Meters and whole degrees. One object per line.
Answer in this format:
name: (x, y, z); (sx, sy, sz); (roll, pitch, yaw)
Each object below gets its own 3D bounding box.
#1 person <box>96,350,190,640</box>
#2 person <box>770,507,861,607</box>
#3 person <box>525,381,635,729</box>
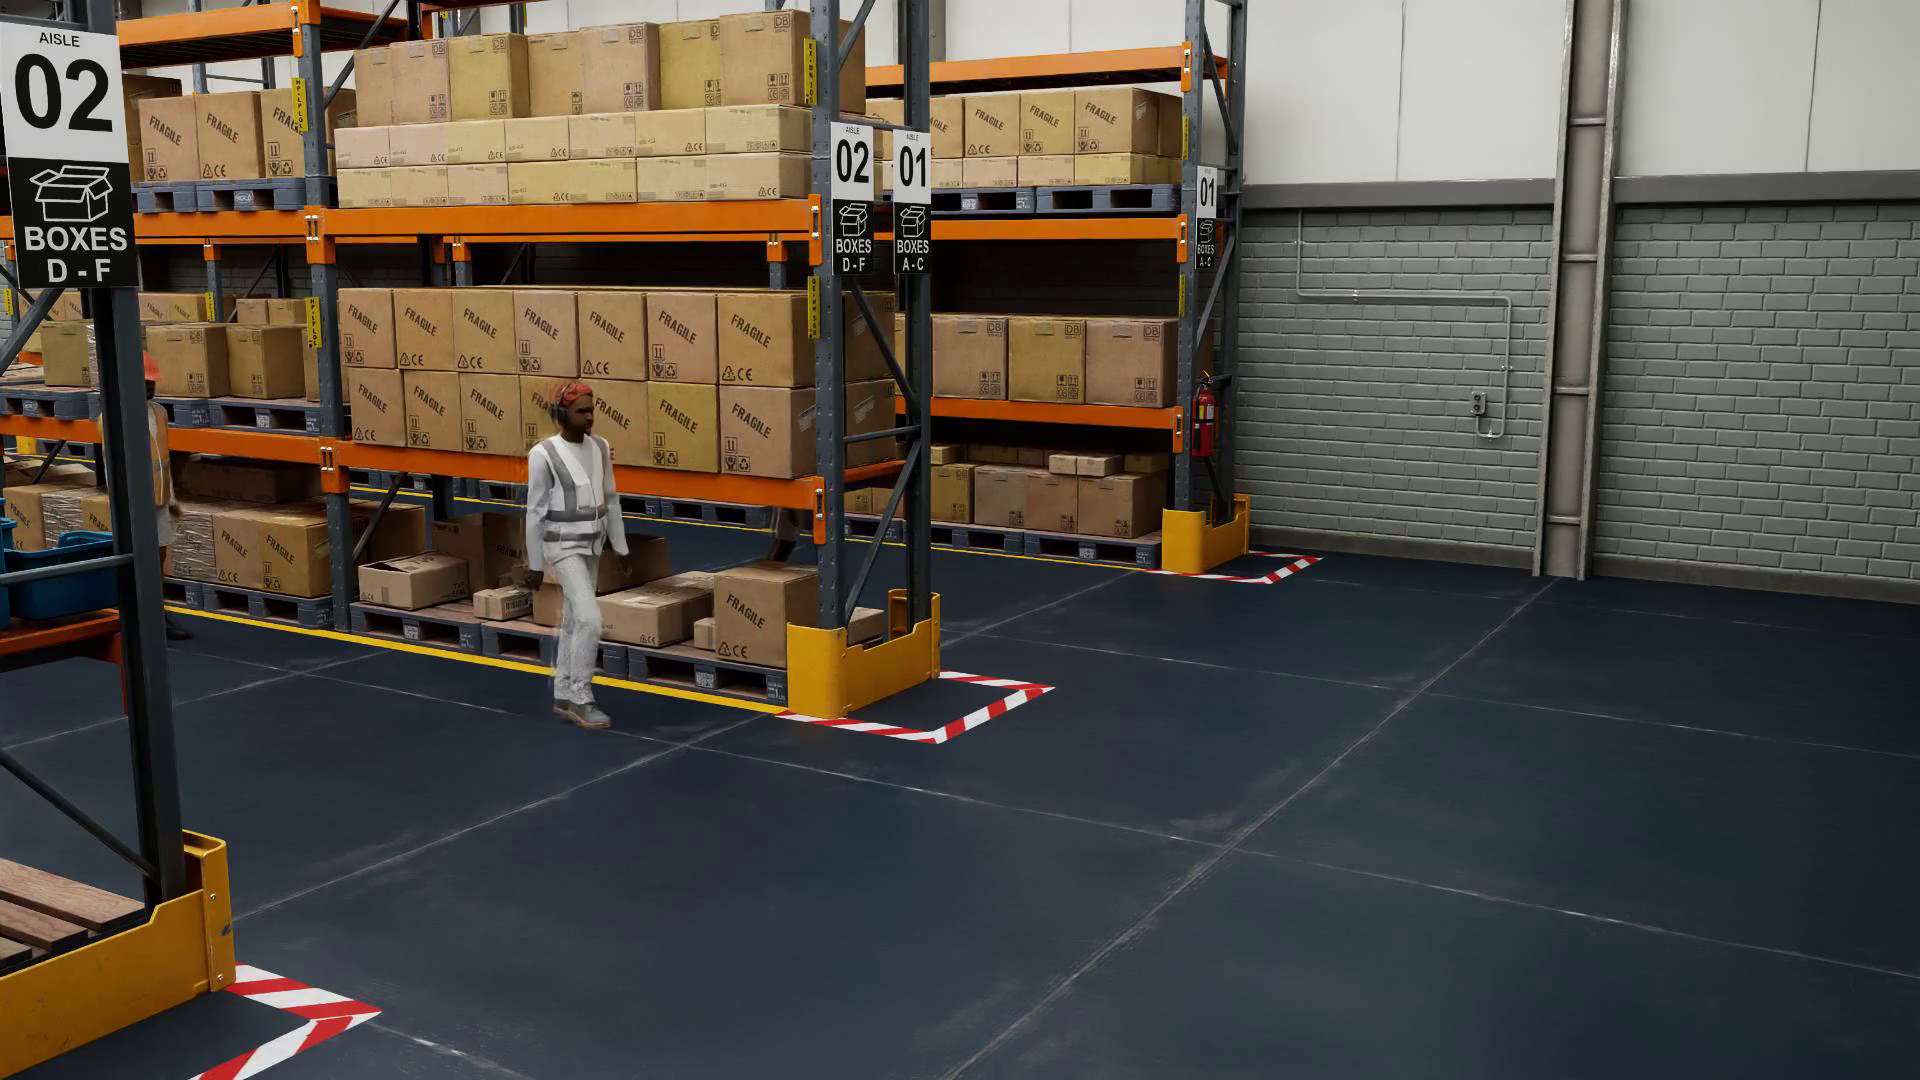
person: (-5.270, -0.262, 10.784); (0.378, 1.933, 0.551); (2, 10, 14)
person: (-1.015, -0.328, 11.329); (1.012, 1.879, 0.563); (7, 12, 37)
person: (-2.006, 0.081, 8.993); (0.669, 1.862, 0.580); (4, 11, 23)
